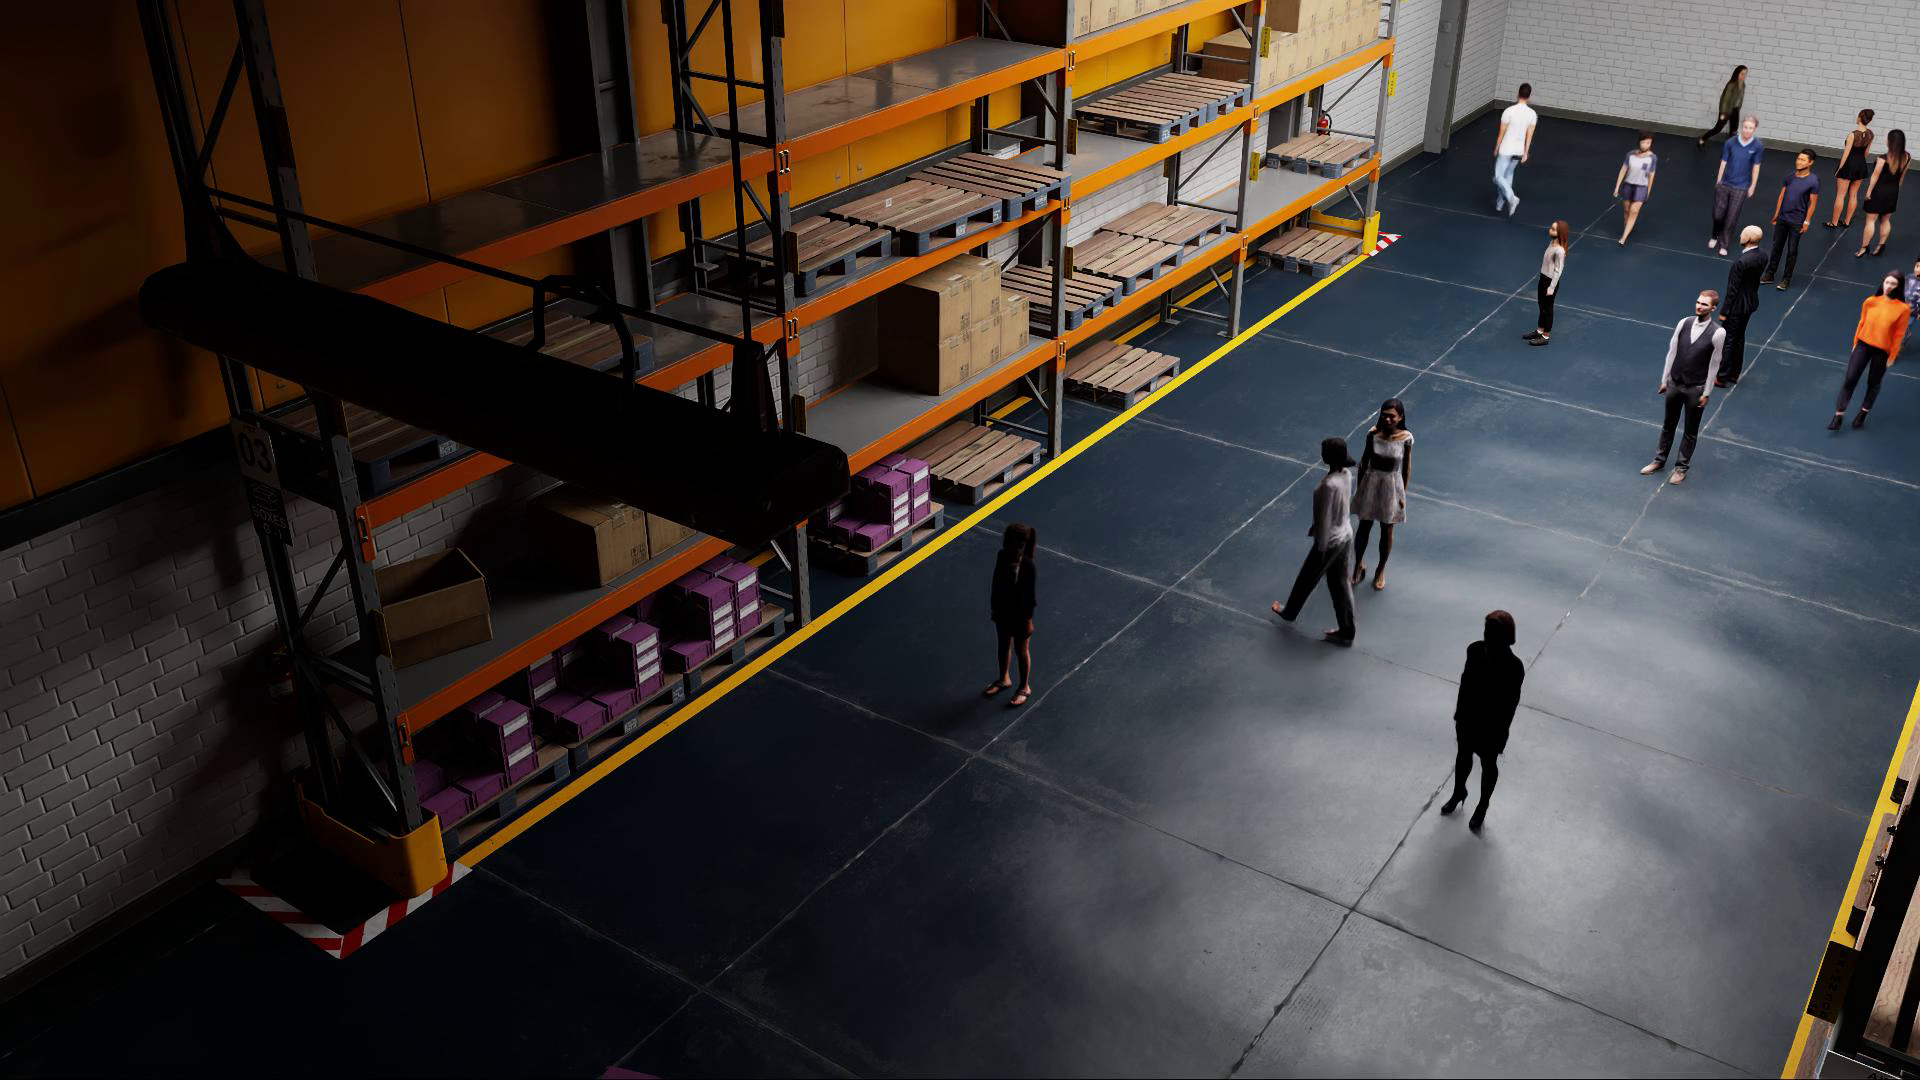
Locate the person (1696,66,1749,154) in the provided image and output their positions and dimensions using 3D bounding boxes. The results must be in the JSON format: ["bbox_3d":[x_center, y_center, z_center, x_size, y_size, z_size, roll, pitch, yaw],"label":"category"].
[{"bbox_3d":[12.098,-6.778,26.313,1.047,1.446,0.975,-15,32,-26],"label":"person"}]

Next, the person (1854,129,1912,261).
[{"bbox_3d":[12.205,-4.558,21.964,0.739,1.713,0.805,-6,29,-11],"label":"person"}]

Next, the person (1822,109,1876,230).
[{"bbox_3d":[12.402,-5.165,23.118,0.673,1.674,0.739,-6,29,-12],"label":"person"}]

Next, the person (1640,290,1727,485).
[{"bbox_3d":[7.075,-1.512,16.145,0.658,1.938,0.718,-22,35,-34],"label":"person"}]

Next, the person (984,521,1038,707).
[{"bbox_3d":[0.424,0.534,12.795,0.561,1.555,0.559,22,36,35],"label":"person"}]

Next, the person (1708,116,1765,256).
[{"bbox_3d":[10.309,-4.744,22.153,0.718,1.857,0.707,13,31,23],"label":"person"}]

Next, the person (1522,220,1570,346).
[{"bbox_3d":[6.865,-3.004,19.354,0.678,1.484,0.597,-1,29,-2],"label":"person"}]

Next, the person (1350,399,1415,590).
[{"bbox_3d":[3.614,-0.392,14.263,0.713,1.774,0.714,10,30,18],"label":"person"}]

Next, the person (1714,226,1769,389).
[{"bbox_3d":[8.537,-2.561,18.215,0.629,1.797,0.804,-20,34,-32],"label":"person"}]

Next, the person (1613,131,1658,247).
[{"bbox_3d":[9.195,-4.793,22.593,0.620,1.524,1.008,22,36,35],"label":"person"}]

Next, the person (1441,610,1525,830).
[{"bbox_3d":[3.591,1.218,11.385,0.592,1.704,0.639,-21,35,-34],"label":"person"}]

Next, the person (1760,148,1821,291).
[{"bbox_3d":[10.506,-4.059,20.967,0.682,1.793,0.714,-16,33,-27],"label":"person"}]

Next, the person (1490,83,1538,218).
[{"bbox_3d":[7.839,-5.492,23.552,1.092,1.832,1.123,-6,29,-12],"label":"person"}]

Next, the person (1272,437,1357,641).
[{"bbox_3d":[3.112,0.029,13.539,0.702,1.729,0.922,18,34,30],"label":"person"}]

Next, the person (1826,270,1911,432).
[{"bbox_3d":[9.488,-1.967,17.201,0.720,1.726,0.958,25,37,38],"label":"person"}]

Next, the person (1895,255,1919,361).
[{"bbox_3d":[10.880,-2.683,19.017,0.767,1.243,0.627,-19,34,-31],"label":"person"}]
